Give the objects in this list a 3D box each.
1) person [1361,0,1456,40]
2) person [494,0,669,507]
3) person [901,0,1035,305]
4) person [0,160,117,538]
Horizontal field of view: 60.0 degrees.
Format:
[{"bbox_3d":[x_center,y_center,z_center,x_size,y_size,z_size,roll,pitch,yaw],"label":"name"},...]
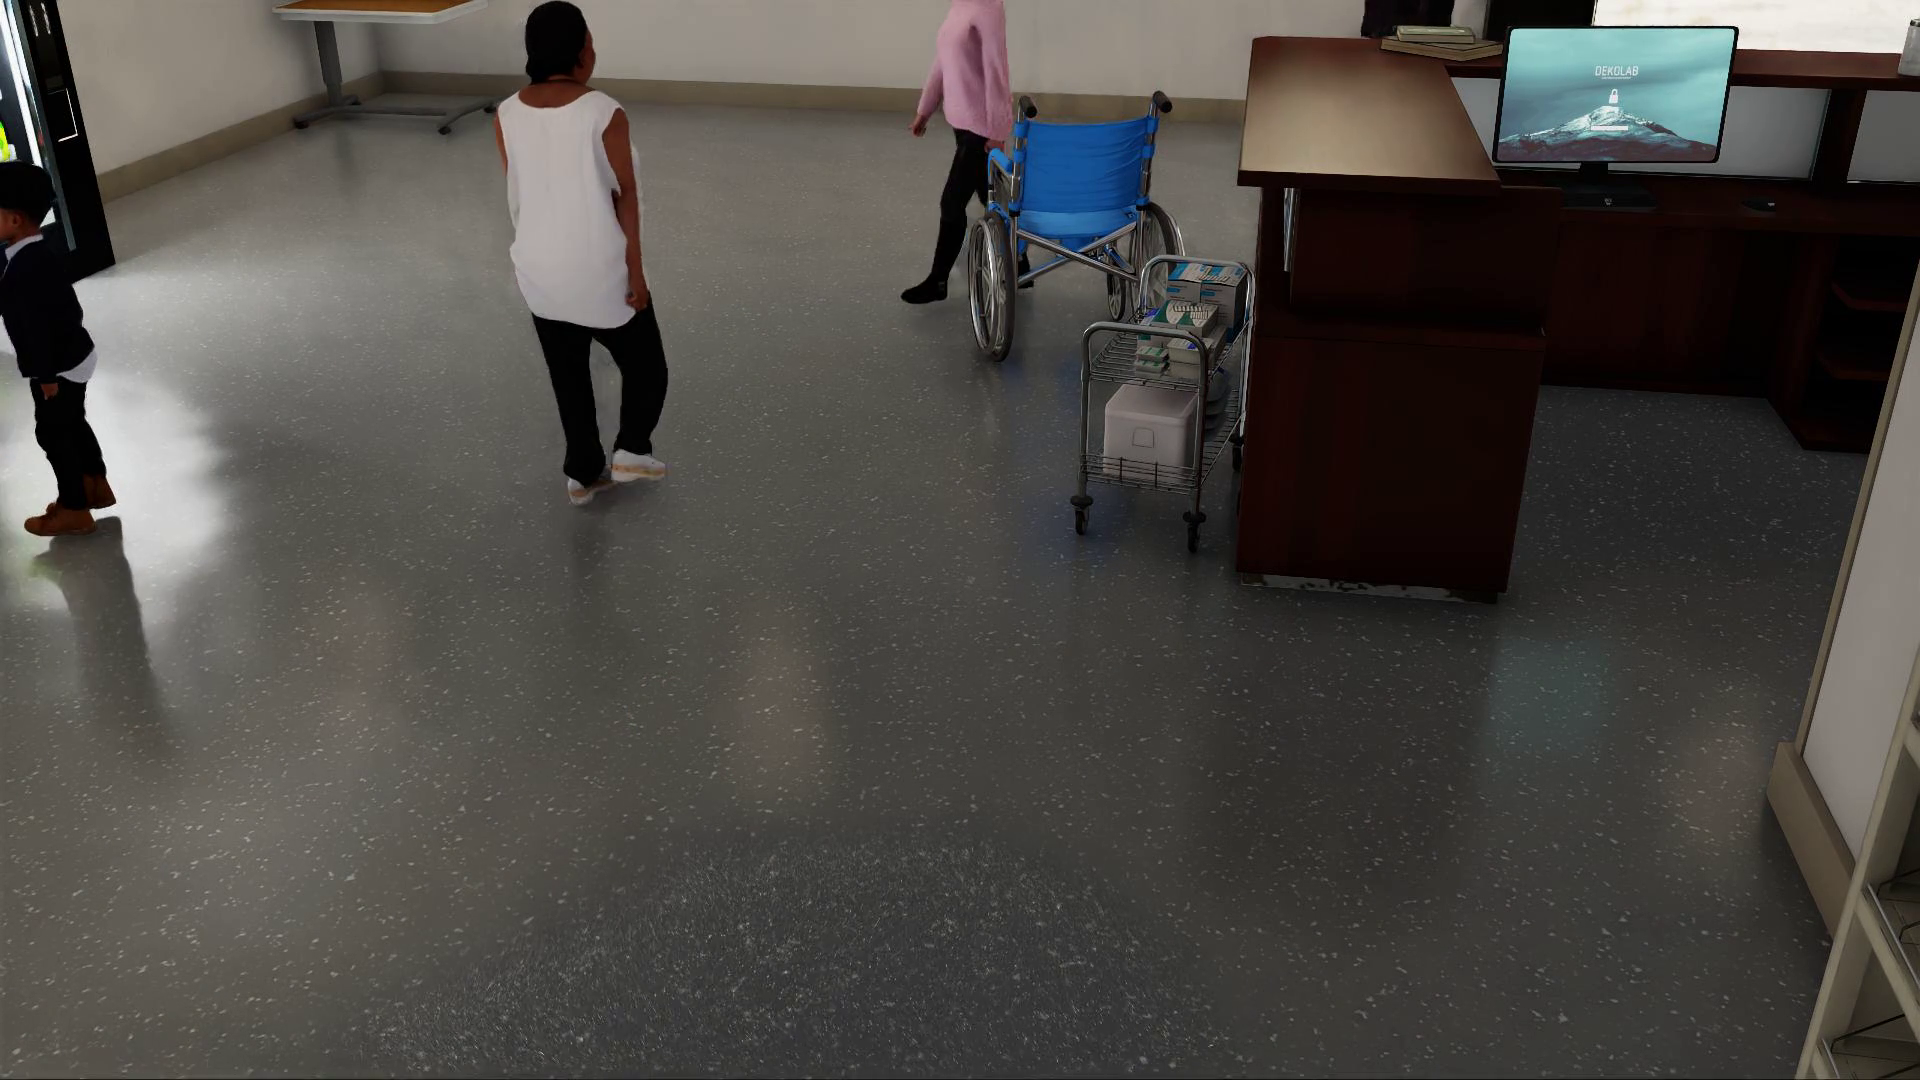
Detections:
[{"bbox_3d":[2.267,-2.373,8.269,0.971,1.935,0.911,-10,27,-19],"label":"person"},{"bbox_3d":[-1.277,-0.895,5.502,0.728,1.677,0.702,10,27,19],"label":"person"},{"bbox_3d":[0.163,-1.884,7.575,0.936,1.659,0.965,-5,26,-10],"label":"person"},{"bbox_3d":[-2.947,-0.637,5.447,0.646,1.220,0.565,-8,27,-16],"label":"person"}]
